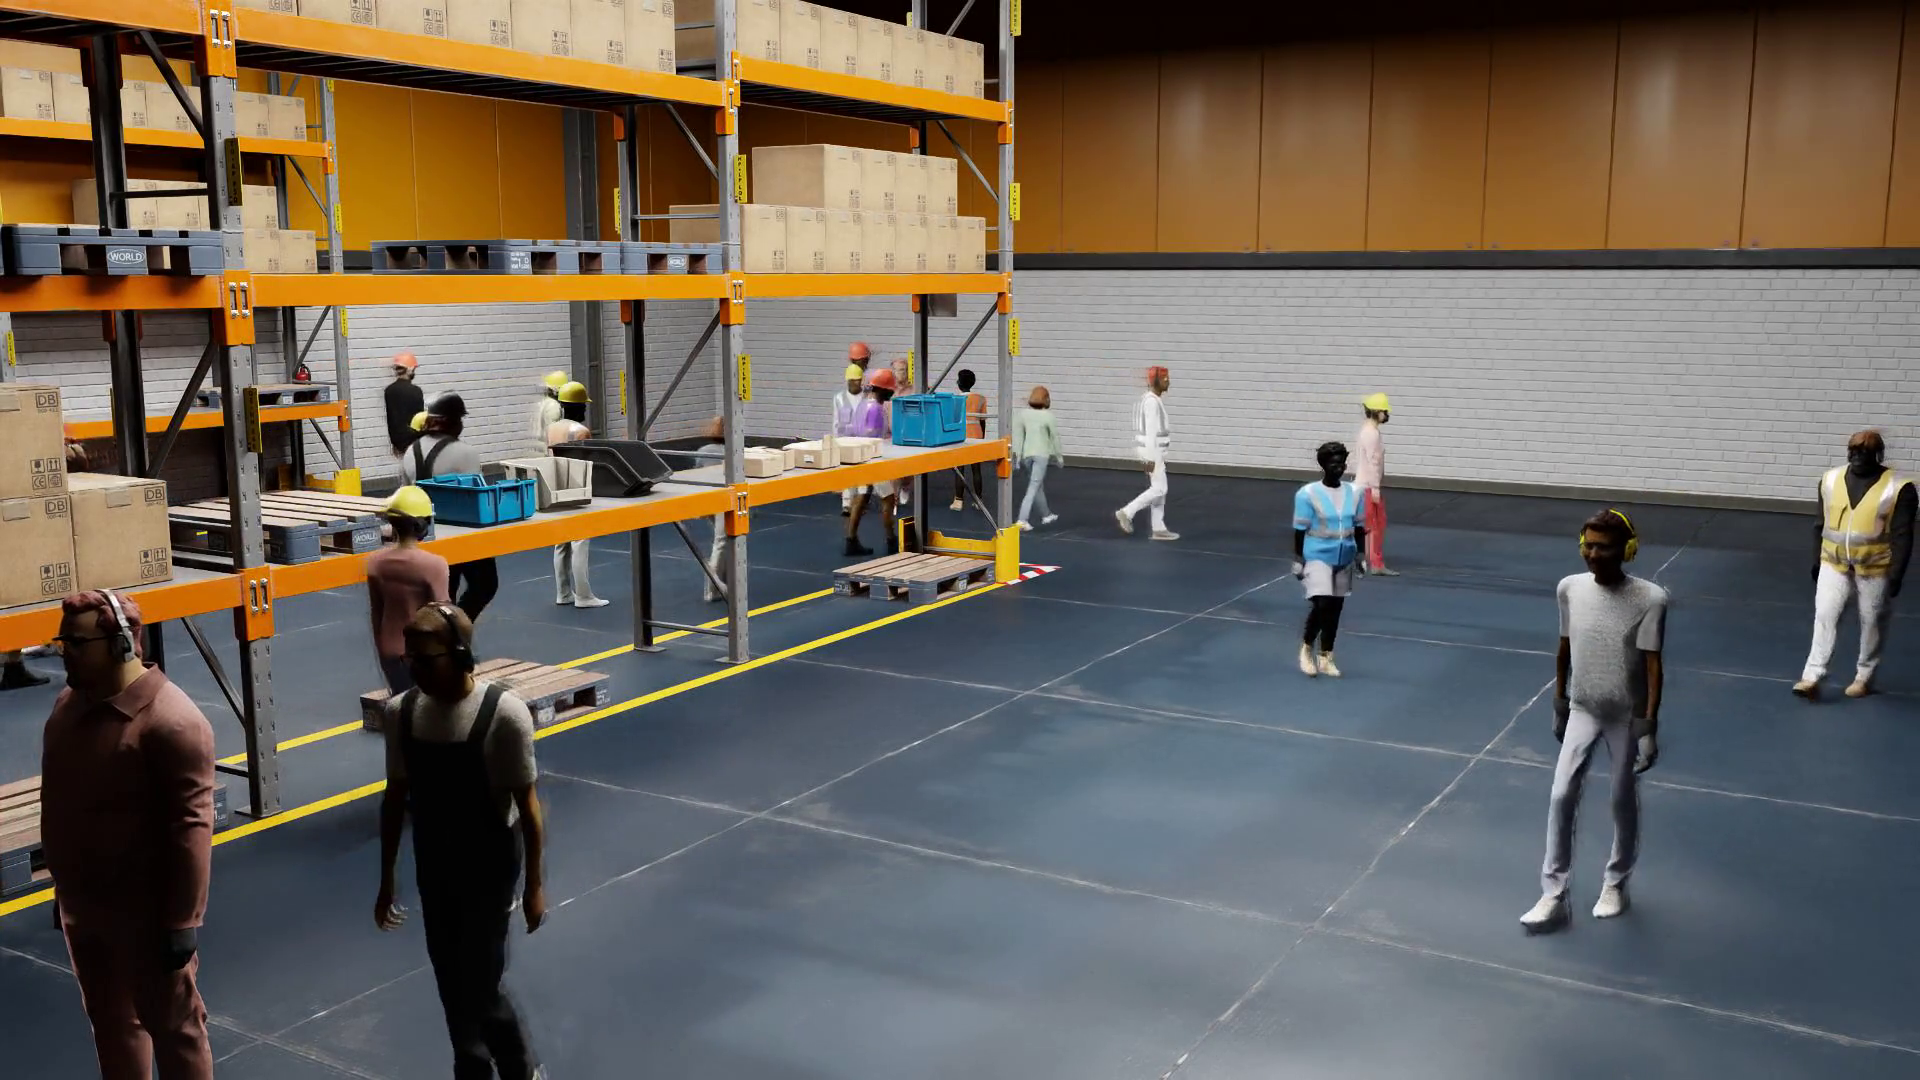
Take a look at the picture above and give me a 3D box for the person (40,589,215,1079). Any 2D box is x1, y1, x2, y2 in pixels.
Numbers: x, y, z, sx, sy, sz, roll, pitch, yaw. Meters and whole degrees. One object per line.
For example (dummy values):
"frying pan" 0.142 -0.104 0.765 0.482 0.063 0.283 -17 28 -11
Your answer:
"person" -2.546 1.088 5.048 0.642 1.909 0.408 5 10 27

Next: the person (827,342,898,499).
"person" -1.235 -1.500 20.970 1.021 1.974 0.635 -3 10 -20

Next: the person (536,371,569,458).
"person" -4.211 -0.904 17.824 0.889 1.788 0.626 -4 10 -21

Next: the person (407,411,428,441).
"person" -4.337 -0.157 13.302 0.650 1.746 0.540 -5 10 -28

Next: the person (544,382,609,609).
"person" -3.278 -0.380 14.146 0.585 1.928 0.369 8 12 40

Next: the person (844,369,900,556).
"person" -0.780 -0.765 16.630 0.848 1.889 0.694 -1 9 -8

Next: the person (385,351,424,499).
"person" -6.181 -1.110 18.517 0.634 1.977 0.664 7 11 36

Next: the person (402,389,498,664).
"person" -3.604 -0.070 11.857 0.701 2.000 0.536 6 11 31

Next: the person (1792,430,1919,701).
"person" 5.866 0.192 10.944 0.901 1.802 0.659 -8 12 -42

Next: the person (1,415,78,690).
"person" -6.222 0.066 11.512 0.548 1.873 0.963 8 12 41

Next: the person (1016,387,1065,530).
"person" 0.873 -0.920 18.576 0.510 1.580 0.899 7 12 38

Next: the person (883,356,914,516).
"person" -0.721 -1.242 19.688 0.641 1.888 0.604 -1 9 -4

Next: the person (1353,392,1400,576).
"person" 3.761 -0.512 15.539 0.686 1.744 0.530 2 9 13

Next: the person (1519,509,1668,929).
"person" 2.749 0.786 7.139 0.541 1.838 0.810 8 12 40

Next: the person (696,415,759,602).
"person" -2.034 -0.288 14.577 0.513 1.609 0.722 6 11 34

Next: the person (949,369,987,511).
"person" 0.072 -1.198 19.965 0.541 1.697 0.315 -4 10 -25

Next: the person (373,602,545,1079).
"person" -1.588 1.084 5.321 0.517 1.825 0.418 3 10 18

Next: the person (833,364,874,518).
"person" -1.201 -1.159 19.462 0.600 1.785 0.917 0 9 2

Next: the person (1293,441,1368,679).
"person" 2.590 0.146 11.632 0.535 1.684 0.374 -3 10 -20

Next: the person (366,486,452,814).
"person" -2.847 0.594 8.610 0.532 1.751 0.470 3 10 21

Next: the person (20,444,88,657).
"person" -6.556 0.073 12.375 0.525 1.582 0.875 7 12 39

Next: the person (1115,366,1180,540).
"person" 2.023 -0.918 17.681 0.594 1.870 0.593 1 9 9
